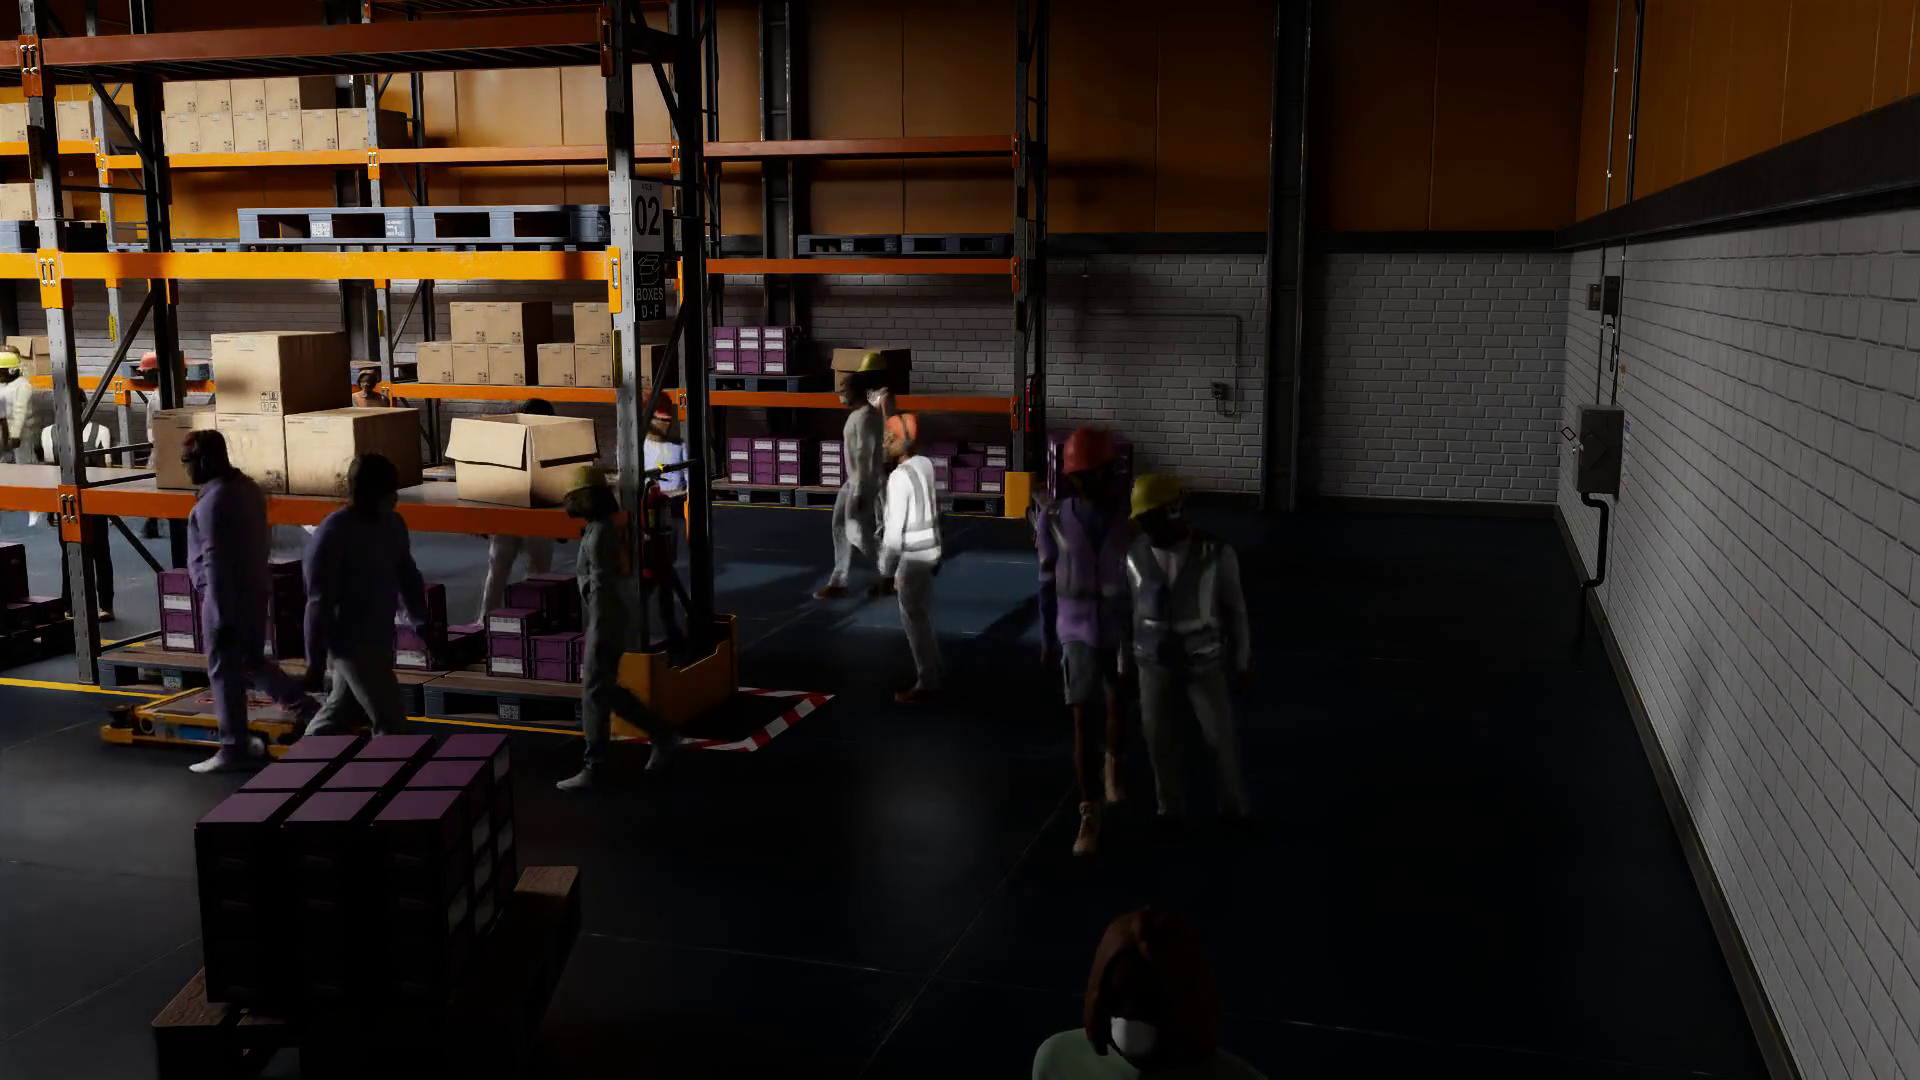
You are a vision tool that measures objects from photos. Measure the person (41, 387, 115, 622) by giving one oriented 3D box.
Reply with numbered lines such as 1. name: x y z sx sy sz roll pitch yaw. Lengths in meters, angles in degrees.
1. person: -6.773 -0.274 12.828 0.506 1.846 0.351 -2 10 -13

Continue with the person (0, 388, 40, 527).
1. person: -9.841 -0.962 17.004 0.525 1.855 0.705 9 13 43

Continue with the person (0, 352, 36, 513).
1. person: -10.550 -1.201 18.601 0.597 1.804 0.782 7 12 37

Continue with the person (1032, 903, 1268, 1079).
1. person: 0.344 1.440 3.042 0.501 1.627 0.288 5 11 28

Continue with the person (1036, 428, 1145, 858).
1. person: 0.689 0.440 8.104 0.642 2.000 1.032 1 9 4

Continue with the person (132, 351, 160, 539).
1. person: -7.983 -0.962 16.846 0.877 1.911 0.548 -3 10 -15

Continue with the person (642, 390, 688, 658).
1. person: -2.207 -0.140 11.893 0.973 1.901 0.543 7 12 36

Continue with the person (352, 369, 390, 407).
1. person: -6.434 -1.039 18.122 0.520 1.636 0.312 -7 12 -36

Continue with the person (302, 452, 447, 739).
1. person: -2.932 0.502 8.038 1.051 1.885 0.642 2 9 10

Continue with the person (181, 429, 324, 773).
1. person: -3.850 0.335 9.003 0.633 1.885 0.660 0 9 -1

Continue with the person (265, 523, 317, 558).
1. person: -6.033 -0.655 14.801 0.886 1.972 0.614 -4 10 -24

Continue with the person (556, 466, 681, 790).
1. person: -1.826 0.456 8.800 0.601 1.703 0.531 -2 9 -11

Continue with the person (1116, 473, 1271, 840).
1. person: 1.107 0.570 7.907 0.753 1.788 0.469 3 10 17

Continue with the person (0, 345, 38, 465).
1. person: -11.032 -1.357 19.451 0.429 1.840 0.627 -7 12 -37

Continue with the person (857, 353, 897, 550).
1. person: -0.792 -0.840 16.028 0.385 1.925 0.591 -3 10 -18

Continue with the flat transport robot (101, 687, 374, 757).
1. flat transport robot: -4.141 1.036 9.629 1.431 0.197 0.652 3 10 16

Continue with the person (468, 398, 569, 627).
1. person: -3.249 -0.145 12.216 0.797 1.797 0.432 1 9 6

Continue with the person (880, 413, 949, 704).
1. person: -0.289 0.130 10.363 0.354 1.846 0.645 3 10 15

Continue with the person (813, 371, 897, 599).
1. person: -0.875 -0.452 13.774 0.709 1.891 0.677 -2 10 -11

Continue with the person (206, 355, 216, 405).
1. person: -7.145 -0.941 16.301 0.535 2.000 0.685 -3 10 -20
